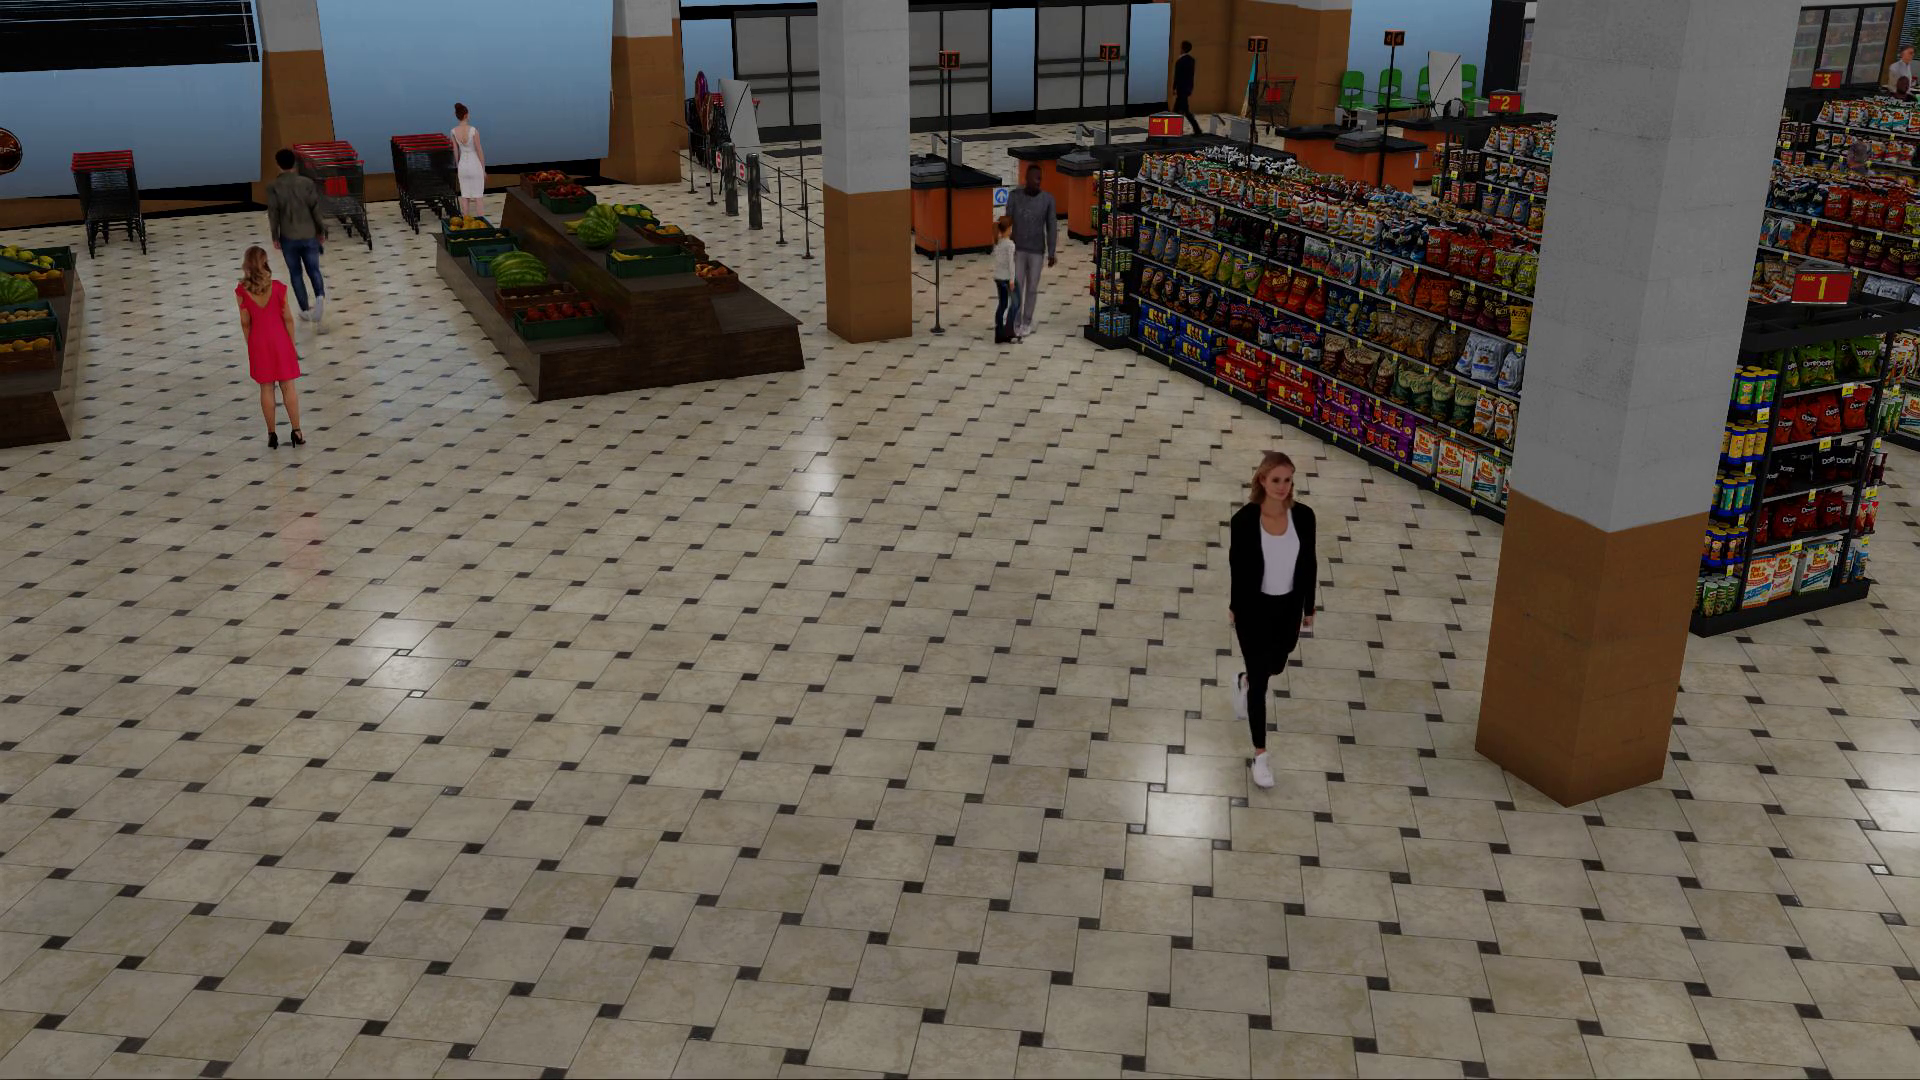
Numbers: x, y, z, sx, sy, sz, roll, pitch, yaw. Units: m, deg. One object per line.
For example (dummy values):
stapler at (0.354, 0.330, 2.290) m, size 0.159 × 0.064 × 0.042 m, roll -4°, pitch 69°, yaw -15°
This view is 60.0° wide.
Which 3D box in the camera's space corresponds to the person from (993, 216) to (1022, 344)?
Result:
person at (0.406, -2.661, 17.119) m, size 0.601 × 1.299 × 0.487 m, roll -12°, pitch 25°, yaw -28°

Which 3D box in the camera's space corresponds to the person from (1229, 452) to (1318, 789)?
person at (1.638, 0.367, 8.946) m, size 0.856 × 1.773 × 1.211 m, roll -3°, pitch 22°, yaw -8°

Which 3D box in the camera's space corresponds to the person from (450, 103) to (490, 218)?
person at (-6.450, -4.836, 21.869) m, size 0.630 × 1.792 × 0.659 m, roll 5°, pitch 22°, yaw 12°

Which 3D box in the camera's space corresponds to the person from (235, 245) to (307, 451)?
person at (-5.781, -1.615, 13.938) m, size 0.610 × 1.728 × 0.595 m, roll -5°, pitch 22°, yaw -13°

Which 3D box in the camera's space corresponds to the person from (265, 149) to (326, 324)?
person at (-7.042, -3.209, 17.744) m, size 0.755 × 1.849 × 1.040 m, roll -13°, pitch 26°, yaw -30°

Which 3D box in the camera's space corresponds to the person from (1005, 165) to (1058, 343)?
person at (0.706, -3.006, 17.299) m, size 0.882 × 1.804 × 0.941 m, roll 1°, pitch 22°, yaw 2°

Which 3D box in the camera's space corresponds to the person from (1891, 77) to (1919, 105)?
person at (13.707, -5.883, 24.480) m, size 1.127 × 1.787 × 1.255 m, roll 5°, pitch 22°, yaw 12°

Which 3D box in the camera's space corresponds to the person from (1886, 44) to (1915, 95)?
person at (16.318, -7.721, 29.015) m, size 0.669 × 1.817 × 0.590 m, roll -13°, pitch 25°, yaw -30°

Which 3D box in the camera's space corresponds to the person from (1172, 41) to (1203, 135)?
person at (4.138, -8.184, 30.338) m, size 1.208 × 1.691 × 0.944 m, roll 18°, pitch 28°, yaw 38°
